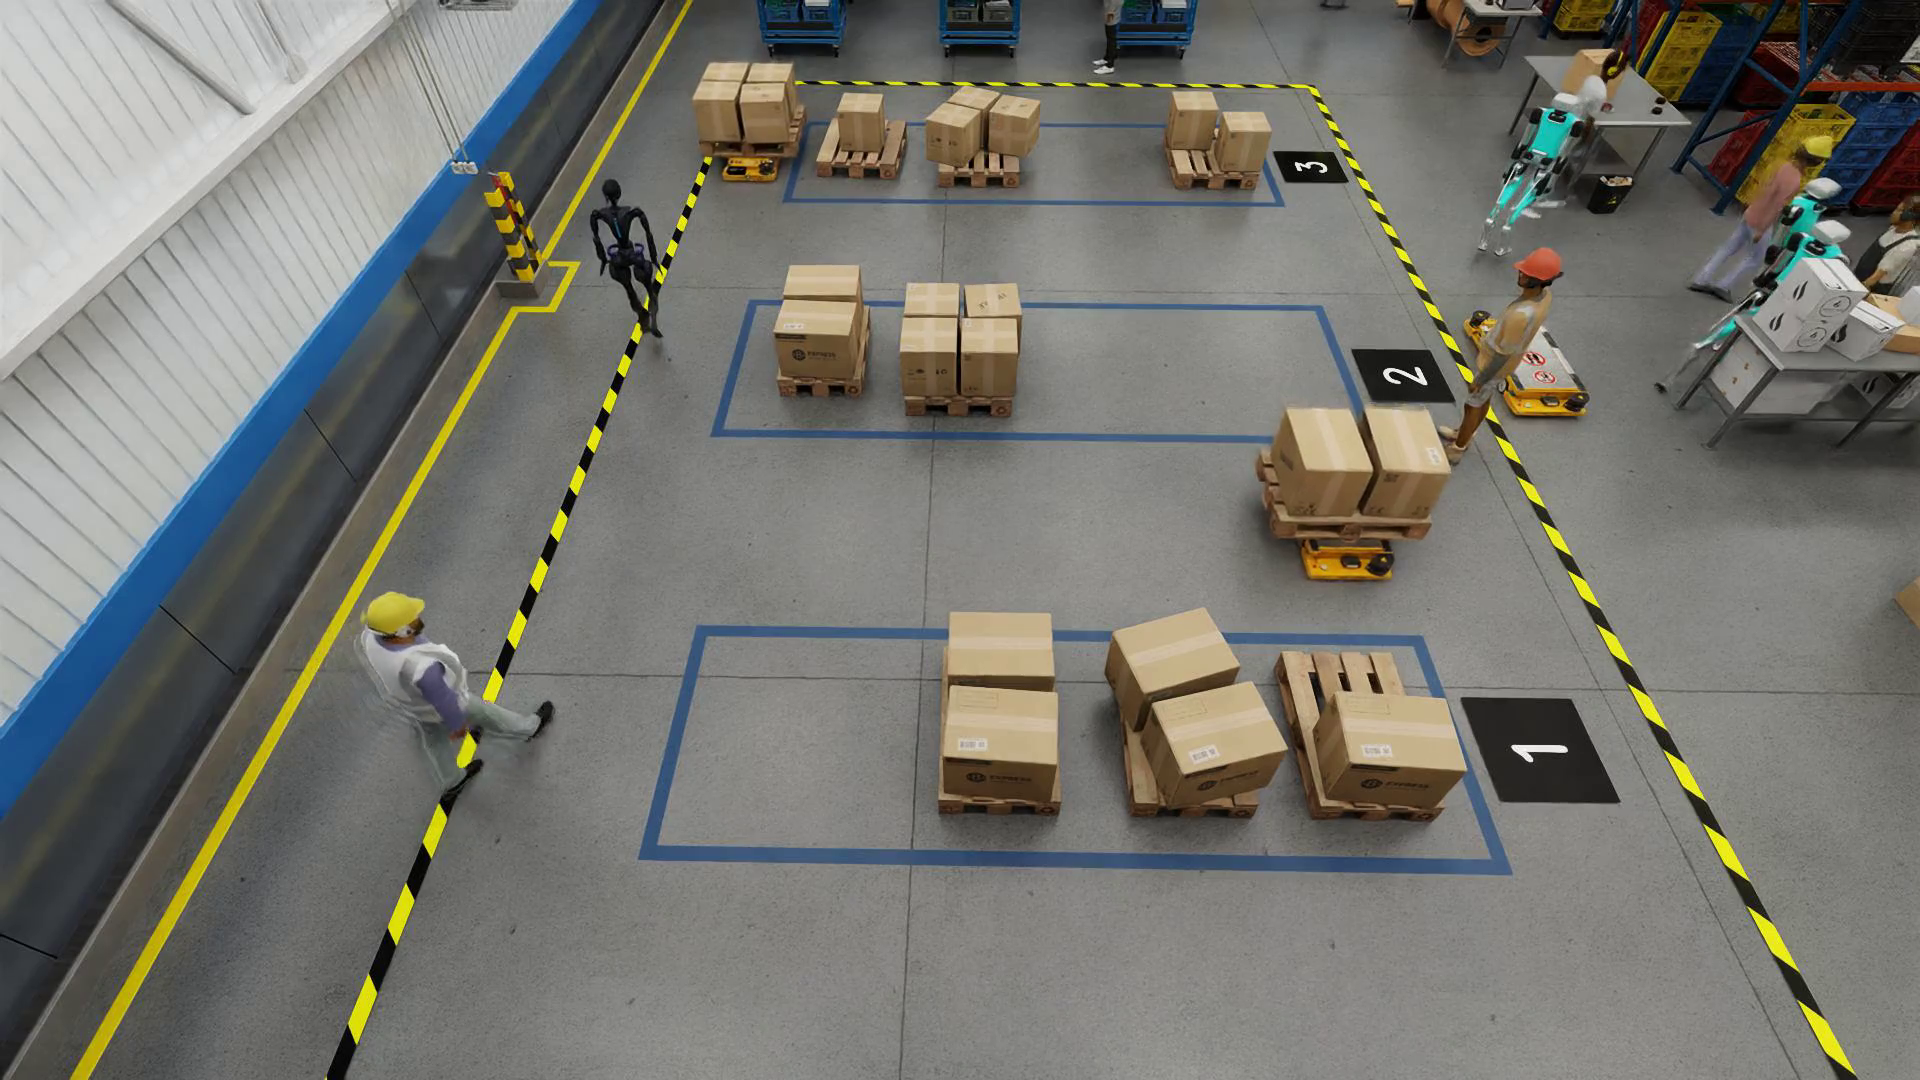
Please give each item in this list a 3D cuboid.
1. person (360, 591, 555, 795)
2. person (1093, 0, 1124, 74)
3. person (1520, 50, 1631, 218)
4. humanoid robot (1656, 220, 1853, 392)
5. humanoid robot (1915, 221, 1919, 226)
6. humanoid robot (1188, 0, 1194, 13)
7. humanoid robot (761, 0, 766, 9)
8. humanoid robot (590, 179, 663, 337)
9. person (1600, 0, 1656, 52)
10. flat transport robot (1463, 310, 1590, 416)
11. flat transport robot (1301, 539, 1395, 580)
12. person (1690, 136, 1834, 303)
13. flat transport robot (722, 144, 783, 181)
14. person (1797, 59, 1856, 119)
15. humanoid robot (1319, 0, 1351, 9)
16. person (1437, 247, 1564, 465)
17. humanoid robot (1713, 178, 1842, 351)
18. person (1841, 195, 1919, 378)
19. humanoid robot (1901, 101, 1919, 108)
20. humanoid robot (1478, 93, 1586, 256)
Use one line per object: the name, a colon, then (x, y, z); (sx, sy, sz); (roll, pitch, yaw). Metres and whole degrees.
person: (-3.214, 0.901, 5.753); (0.594, 1.784, 0.886); (20, 52, 17)
person: (2.157, -7.709, 13.158); (0.385, 1.850, 0.596); (4, 49, 3)
person: (7.025, -4.632, 10.497); (0.413, 1.867, 0.541); (6, 49, 5)
humanoid robot: (7.082, -1.984, 8.302); (0.908, 1.805, 0.533); (-12, 50, -10)
humanoid robot: (11.270, -4.014, 10.116); (0.744, 1.655, 0.609); (0, 49, 0)
humanoid robot: (3.651, -9.333, 14.687); (0.597, 1.632, 0.584); (-19, 52, -16)
humanoid robot: (-3.006, -9.352, 14.715); (0.754, 1.629, 0.593); (26, 54, 21)
humanoid robot: (-3.250, -2.677, 8.926); (0.609, 1.645, 0.529); (-8, 50, -7)
person: (9.616, -7.550, 13.092); (0.486, 1.744, 0.294); (35, 58, 27)
flat transport robot: (5.573, -1.757, 9.054); (0.659, 0.231, 1.431); (1, 49, 1)
flat transport robot: (3.139, -0.277, 7.754); (0.652, 0.197, 1.431); (1, 49, 1)
person: (8.243, -3.247, 9.358); (0.563, 1.743, 0.558); (16, 51, 14)
flat transport robot: (-2.652, -5.128, 11.953); (0.652, 0.197, 1.431); (1, 49, 1)
person: (10.858, -5.692, 11.407); (0.325, 1.864, 0.505); (11, 50, 9)
humanoid robot: (6.293, -9.529, 14.856); (0.471, 1.653, 0.612); (-15, 51, -13)
person: (4.445, -1.497, 7.657); (0.390, 2.040, 0.613); (35, 58, 26)
humanoid robot: (7.896, -2.421, 8.662); (0.597, 1.781, 0.877); (-23, 53, -19)
person: (8.340, -2.306, 8.526); (0.931, 1.785, 0.530); (13, 50, 11)
humanoid robot: (13.505, -6.383, 12.115); (0.531, 1.778, 0.998); (-17, 51, -14)
humanoid robot: (5.993, -3.815, 9.778); (0.735, 1.673, 0.533); (-36, 58, -27)
